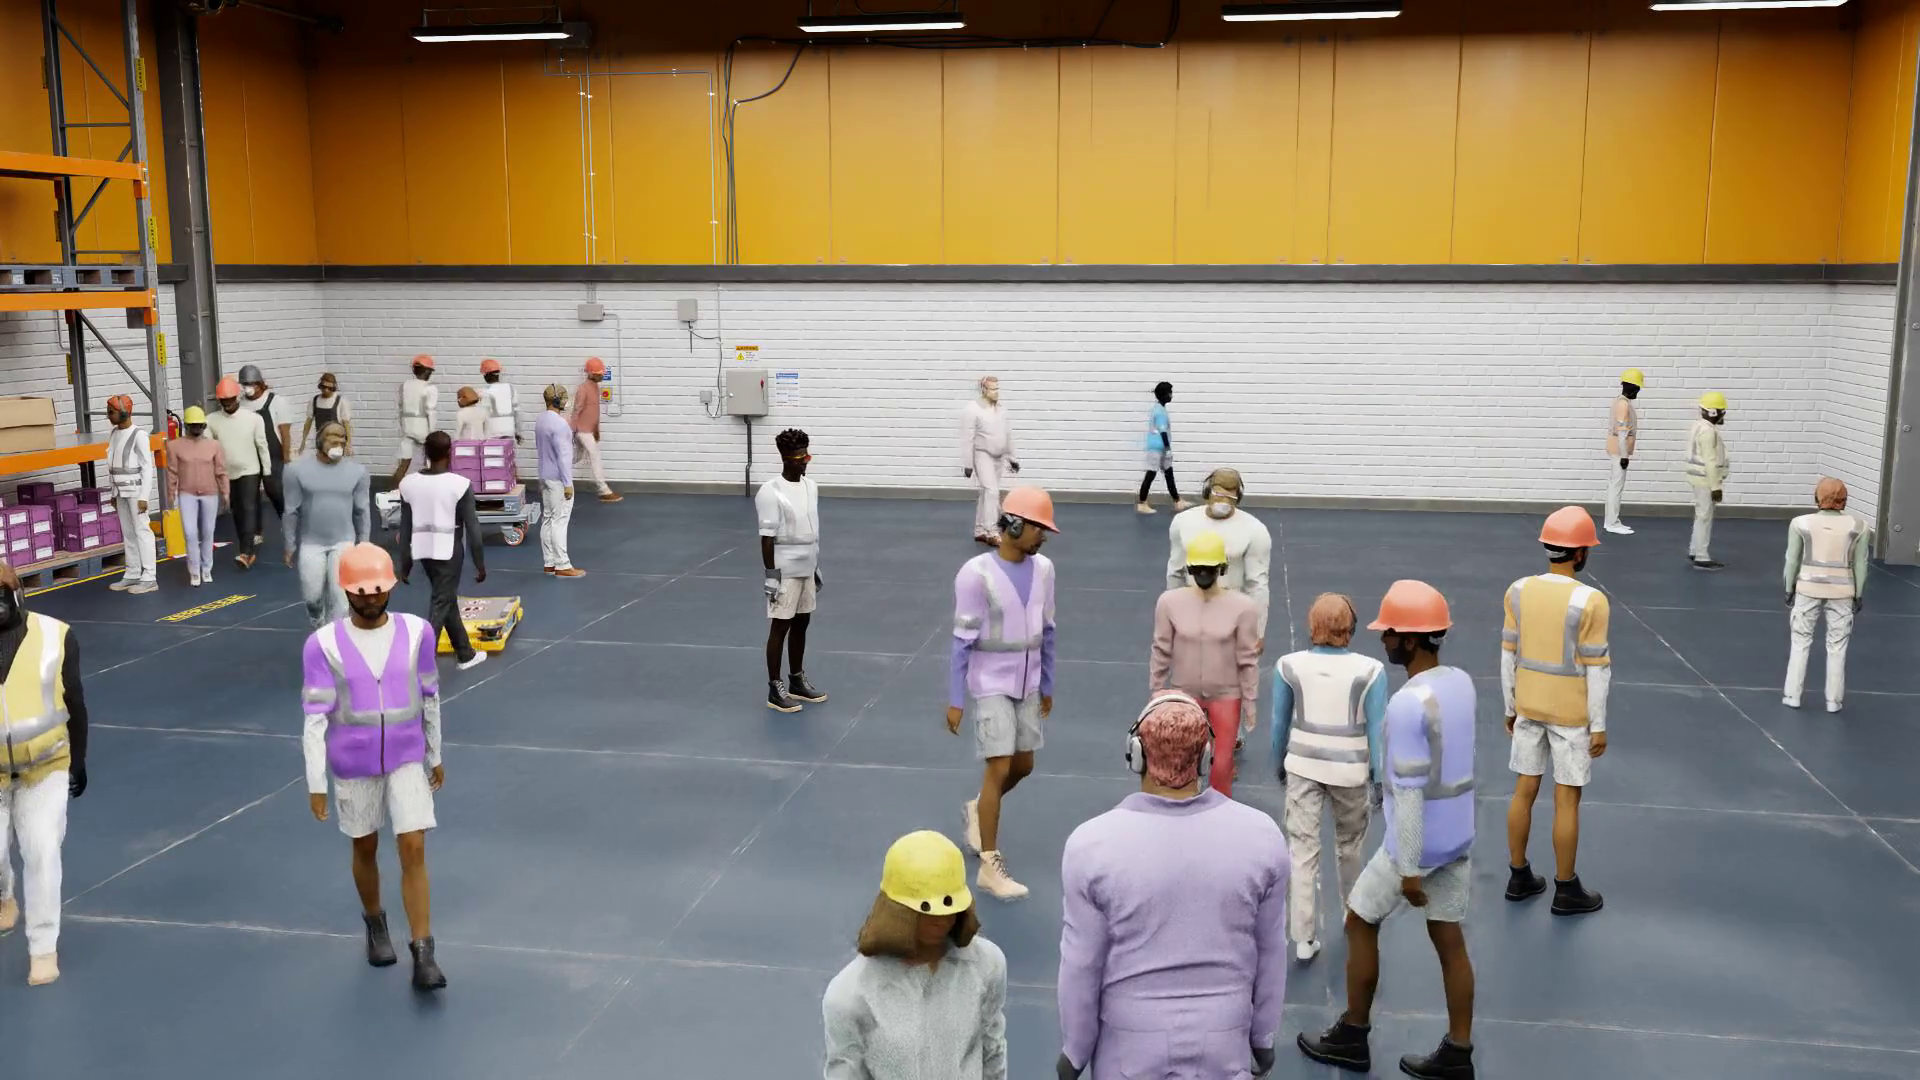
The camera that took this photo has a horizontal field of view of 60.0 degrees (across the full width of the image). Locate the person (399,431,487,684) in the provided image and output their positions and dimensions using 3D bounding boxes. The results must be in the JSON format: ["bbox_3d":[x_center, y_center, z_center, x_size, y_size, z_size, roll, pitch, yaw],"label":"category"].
[{"bbox_3d":[-3.844,0.121,12.361,0.603,1.868,1.033,3,10,18],"label":"person"}]

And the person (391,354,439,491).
[{"bbox_3d":[-6.972,-1.360,21.201,0.683,1.995,1.014,3,10,17],"label":"person"}]

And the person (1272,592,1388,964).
[{"bbox_3d":[1.675,1.029,7.472,0.537,1.603,0.789,4,10,23],"label":"person"}]

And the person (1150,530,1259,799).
[{"bbox_3d":[1.245,0.800,8.484,0.550,1.748,0.438,2,9,13],"label":"person"}]

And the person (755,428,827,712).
[{"bbox_3d":[-1.160,0.197,11.573,0.361,1.964,0.617,5,10,29],"label":"person"}]

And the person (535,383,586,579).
[{"bbox_3d":[-3.997,-0.586,16.519,0.372,1.940,0.632,-6,11,-34],"label":"person"}]

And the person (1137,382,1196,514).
[{"bbox_3d":[2.598,-1.137,20.762,0.814,1.657,0.555,1,9,5],"label":"person"}]

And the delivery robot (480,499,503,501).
[{"bbox_3d":[-5.856,-0.496,19.951,0.707,0.478,0.477,-6,11,-33],"label":"delivery robot"}]

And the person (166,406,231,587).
[{"bbox_3d":[-7.327,-0.414,16.034,0.551,1.737,0.739,-5,10,-29],"label":"person"}]

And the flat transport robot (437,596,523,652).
[{"bbox_3d":[-4.054,0.681,13.820,0.652,0.197,1.431,-1,9,-8],"label":"flat transport robot"}]

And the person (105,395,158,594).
[{"bbox_3d":[-7.862,-0.436,15.752,0.572,1.886,0.354,6,11,35],"label":"person"}]

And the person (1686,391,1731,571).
[{"bbox_3d":[7.629,-0.607,16.978,0.404,1.832,0.602,3,10,19],"label":"person"}]

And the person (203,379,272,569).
[{"bbox_3d":[-7.407,-0.667,16.995,0.608,1.936,1.035,-1,9,-6],"label":"person"}]

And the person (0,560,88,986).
[{"bbox_3d":[-4.139,0.965,7.246,0.624,1.827,0.705,-5,11,-29],"label":"person"}]

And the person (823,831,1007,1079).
[{"bbox_3d":[-0.056,1.542,3.970,0.513,1.714,0.738,-4,10,-24],"label":"person"}]

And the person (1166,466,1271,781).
[{"bbox_3d":[1.578,0.477,10.050,0.658,1.903,0.575,5,11,30],"label":"person"}]

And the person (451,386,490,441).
[{"bbox_3d":[-6.097,-1.099,20.686,0.475,1.616,0.503,5,10,27],"label":"person"}]

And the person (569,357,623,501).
[{"bbox_3d":[-5.052,-1.465,22.050,1.075,1.933,0.639,1,9,3],"label":"person"}]

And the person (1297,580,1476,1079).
[{"bbox_3d":[1.638,1.087,6.249,0.549,1.907,0.797,-9,13,-43],"label":"person"}]

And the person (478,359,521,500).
[{"bbox_3d":[-6.041,-1.414,21.773,0.408,1.905,0.602,7,12,38],"label":"person"}]

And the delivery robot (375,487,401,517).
[{"bbox_3d":[-6.555,-0.458,19.716,0.707,0.478,0.477,-3,9,-17],"label":"delivery robot"}]

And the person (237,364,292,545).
[{"bbox_3d":[-7.815,-0.961,18.530,0.702,2.000,0.604,0,9,-3],"label":"person"}]

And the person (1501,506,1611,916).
[{"bbox_3d":[2.838,0.802,7.910,0.373,1.939,0.545,-6,11,-35],"label":"person"}]

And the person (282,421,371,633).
[{"bbox_3d":[-4.847,0.033,12.752,0.663,1.919,0.591,-4,10,-23],"label":"person"}]

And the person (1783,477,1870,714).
[{"bbox_3d":[5.956,0.383,11.463,0.518,1.633,0.313,5,10,28],"label":"person"}]

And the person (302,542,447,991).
[{"bbox_3d":[-2.446,0.964,7.010,0.576,1.896,0.915,-5,10,-27],"label":"person"}]

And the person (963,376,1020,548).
[{"bbox_3d":[0.412,-0.869,18.456,0.775,1.881,0.660,7,12,38],"label":"person"}]

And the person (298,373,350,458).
[{"bbox_3d":[-7.809,-1.158,20.470,0.615,1.821,0.678,1,9,7],"label":"person"}]

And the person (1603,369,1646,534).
[{"bbox_3d":[7.728,-1.034,19.369,0.392,1.916,0.587,3,10,19],"label":"person"}]

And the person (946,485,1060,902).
[{"bbox_3d":[0.174,0.716,8.309,0.695,2.003,0.825,-7,12,-39],"label":"person"}]

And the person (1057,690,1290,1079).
[{"bbox_3d":[0.574,1.353,4.589,0.636,1.911,0.404,-1,9,-8],"label":"person"}]
